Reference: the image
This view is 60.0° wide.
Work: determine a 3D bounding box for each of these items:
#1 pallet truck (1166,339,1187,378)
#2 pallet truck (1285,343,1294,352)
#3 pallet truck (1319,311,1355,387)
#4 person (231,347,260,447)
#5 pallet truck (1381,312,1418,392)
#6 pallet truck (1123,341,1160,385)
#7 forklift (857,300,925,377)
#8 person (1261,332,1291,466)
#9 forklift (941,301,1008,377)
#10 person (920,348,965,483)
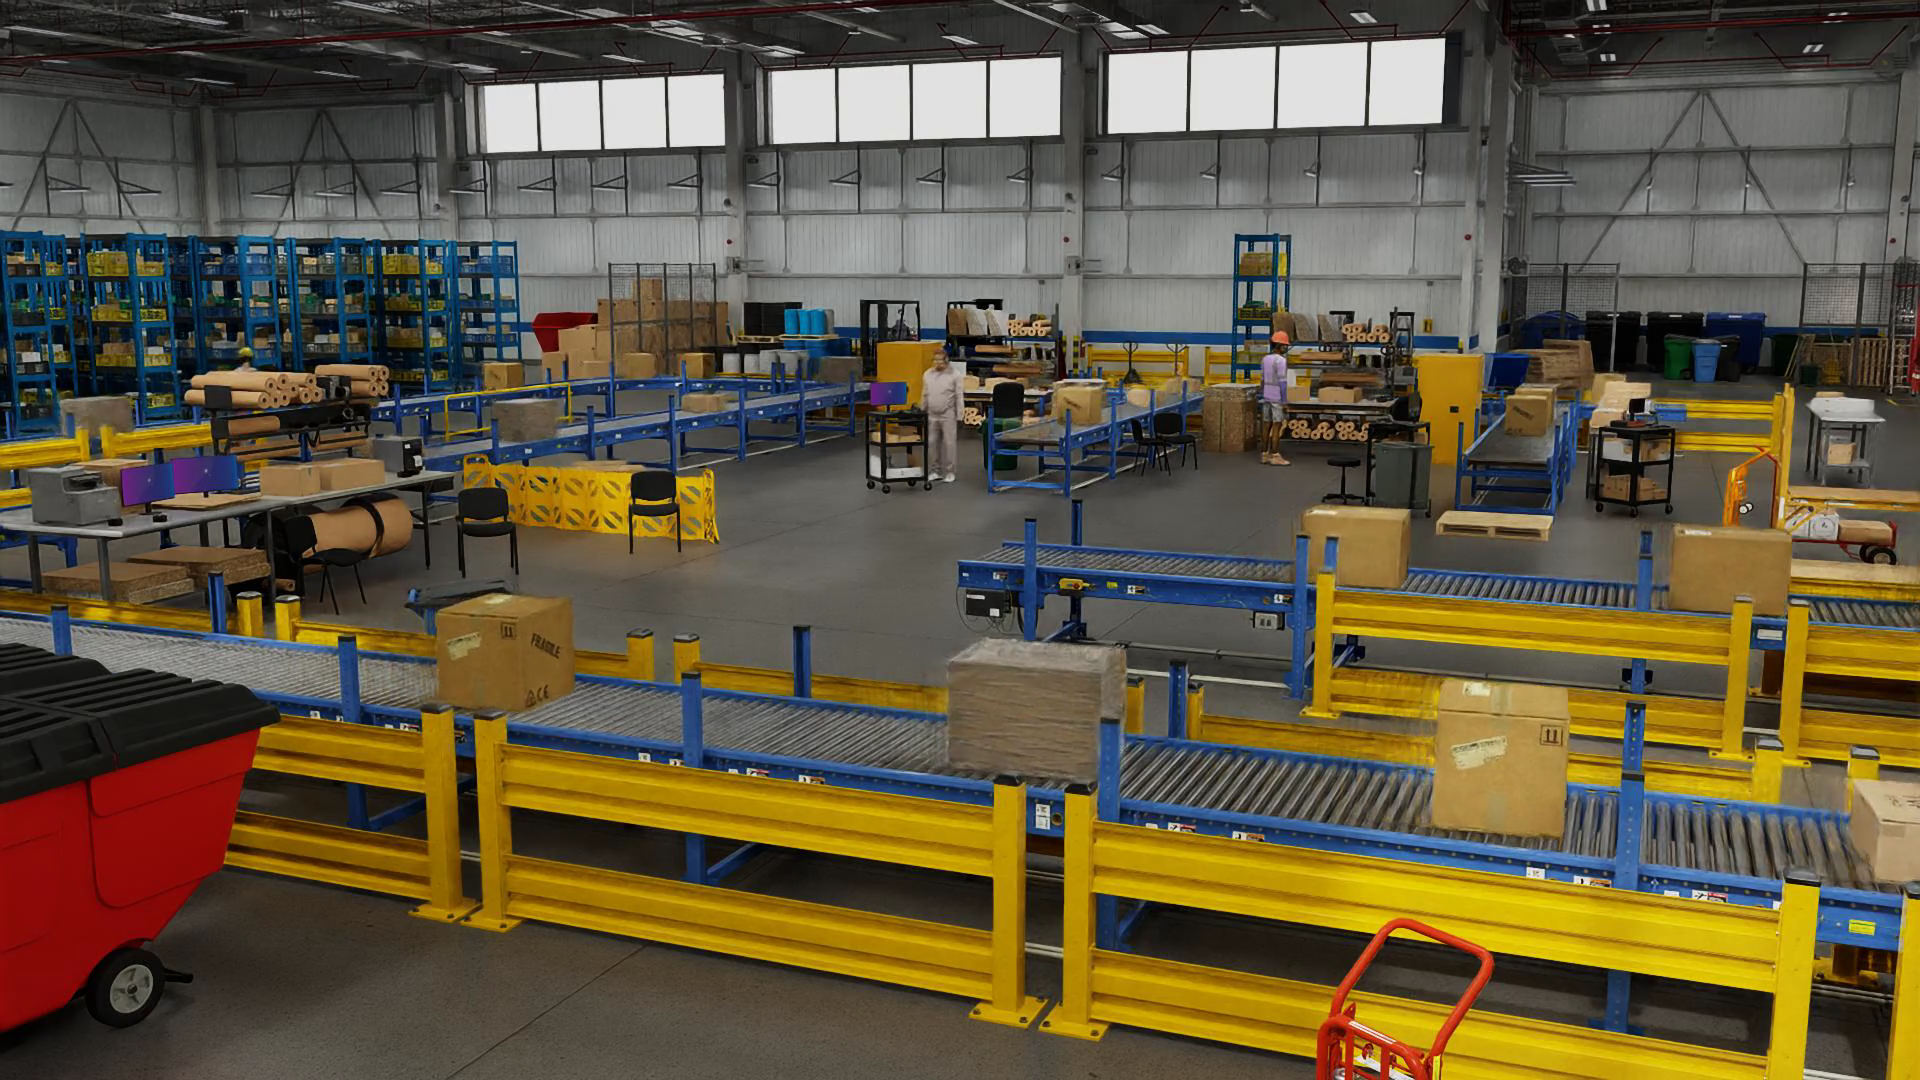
[{"bbox_3d":[5.418,-4.269,40.420,0.704,1.261,1.522,3,10,20],"label":"pallet truck"},{"bbox_3d":[7.886,-4.163,39.743,0.653,1.274,1.630,4,10,22],"label":"pallet truck"},{"bbox_3d":[9.071,-4.419,39.190,0.823,1.965,1.885,5,10,26],"label":"pallet truck"},{"bbox_3d":[-11.453,-2.223,26.662,0.516,1.744,0.768,4,10,24],"label":"person"},{"bbox_3d":[10.207,-4.283,38.369,0.823,1.965,1.885,3,10,20],"label":"pallet truck"},{"bbox_3d":[4.445,-4.380,41.279,0.680,1.201,1.601,4,10,22],"label":"pallet truck"},{"bbox_3d":[-1.732,-5.109,42.468,1.157,1.987,2.680,4,10,22],"label":"forklift"},{"bbox_3d":[4.806,-2.135,25.247,0.392,2.033,0.605,-4,10,-21],"label":"person"},{"bbox_3d":[0.365,-4.966,41.571,1.157,1.987,2.680,3,10,20],"label":"forklift"},{"bbox_3d":[-0.249,-1.743,23.305,0.668,1.894,0.401,5,11,29],"label":"person"}]
